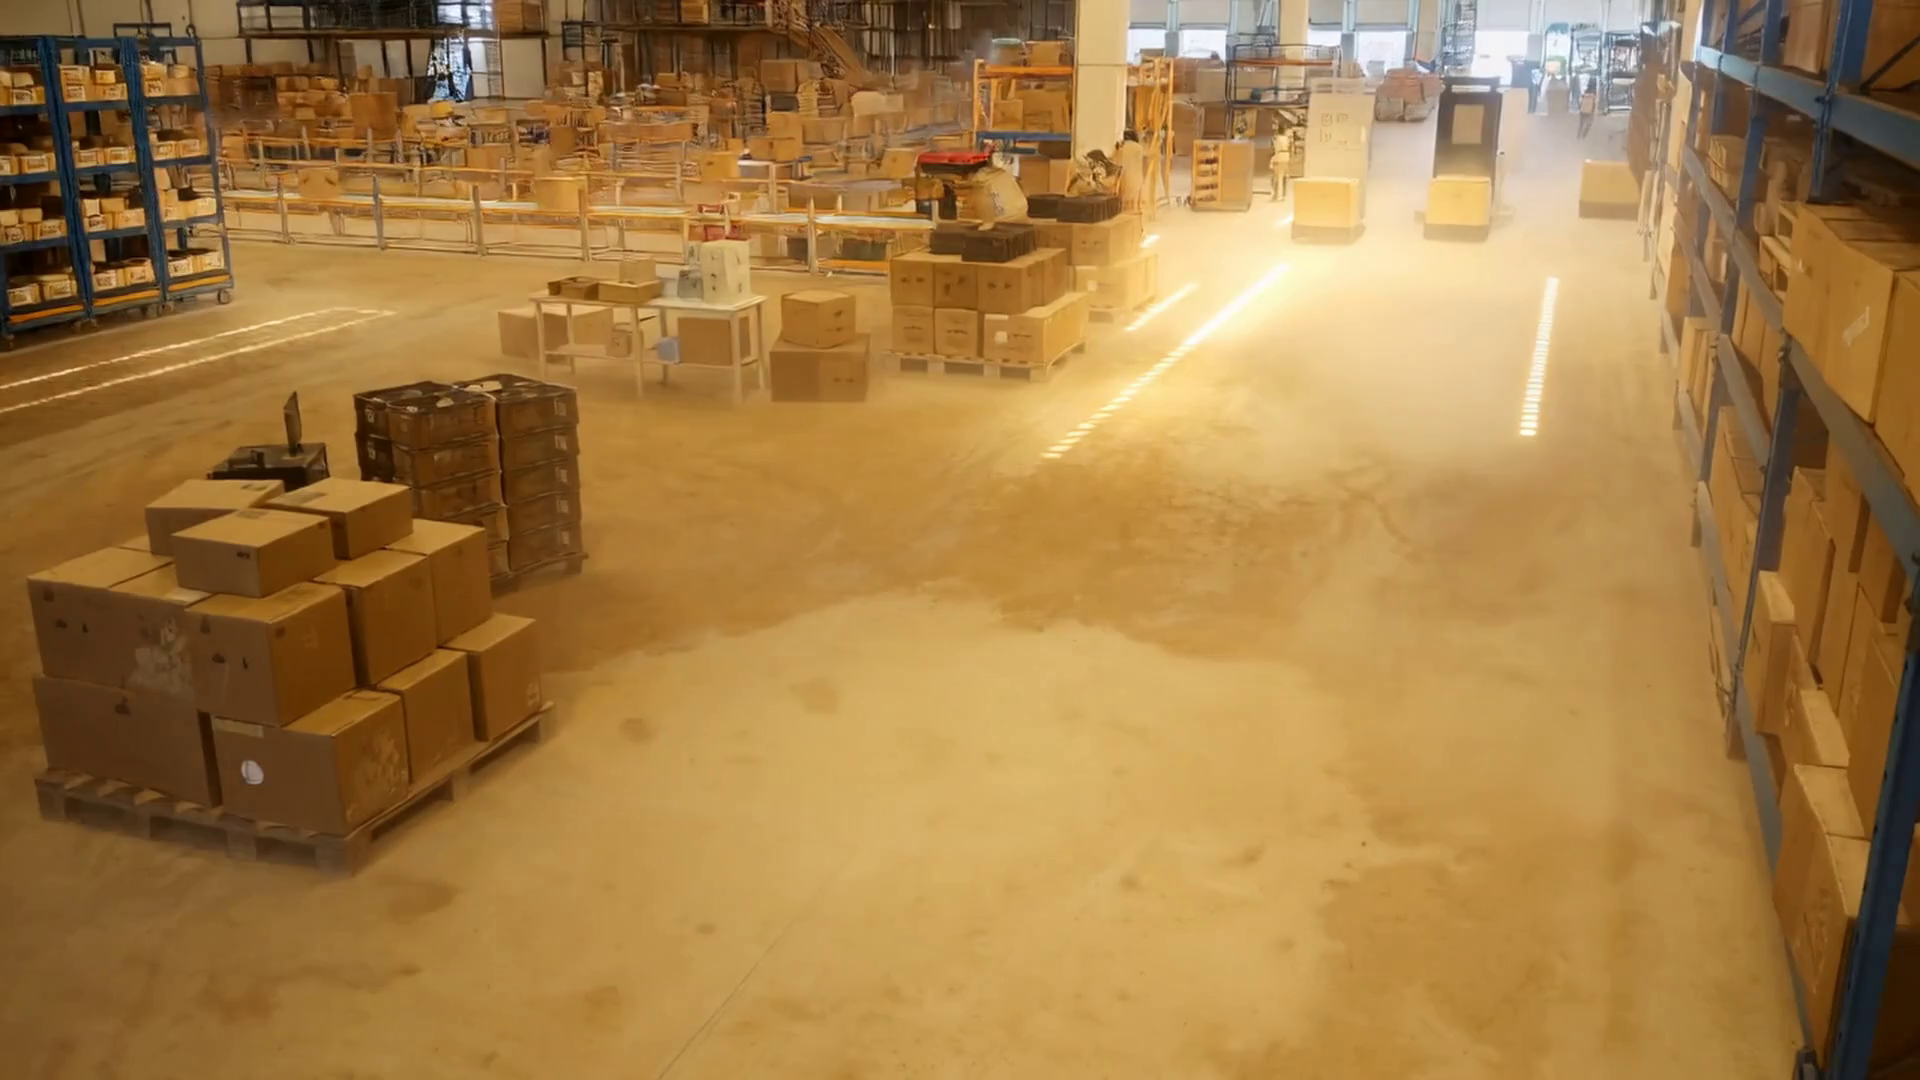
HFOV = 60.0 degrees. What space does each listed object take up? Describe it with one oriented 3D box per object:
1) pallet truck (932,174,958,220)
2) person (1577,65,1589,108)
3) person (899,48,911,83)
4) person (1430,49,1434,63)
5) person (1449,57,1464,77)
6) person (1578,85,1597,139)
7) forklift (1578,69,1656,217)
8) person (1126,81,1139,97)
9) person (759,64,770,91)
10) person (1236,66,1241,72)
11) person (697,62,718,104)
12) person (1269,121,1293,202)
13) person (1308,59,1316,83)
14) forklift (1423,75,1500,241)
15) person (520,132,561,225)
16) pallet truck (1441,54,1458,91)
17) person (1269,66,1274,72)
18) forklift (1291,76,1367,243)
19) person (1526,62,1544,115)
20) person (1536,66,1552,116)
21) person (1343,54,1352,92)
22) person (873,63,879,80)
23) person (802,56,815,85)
[{"bbox_3d":[-0.507,-5.292,27.348,0.653,1.274,1.630,6,19,19],"label":"pallet truck"},{"bbox_3d":[24.791,-17.950,66.197,0.574,1.876,0.356,-15,23,-38],"label":"person"},{"bbox_3d":[-3.016,-26.664,93.515,0.948,1.897,0.620,-6,18,-17],"label":"person"},{"bbox_3d":[25.725,-25.902,91.086,0.375,1.929,0.585,-4,18,-13],"label":"person"},{"bbox_3d":[23.695,-22.070,79.266,0.748,1.781,0.949,-3,18,-10],"label":"person"},{"bbox_3d":[19.861,-13.557,52.704,0.614,1.674,0.395,15,23,40],"label":"person"},{"bbox_3d":[13.219,-7.740,32.475,1.873,2.768,1.129,6,19,18],"label":"forklift"},{"bbox_3d":[6.402,-16.585,61.895,0.682,1.900,0.368,-9,20,-26],"label":"person"},{"bbox_3d":[-8.425,-19.466,71.150,0.694,1.747,0.522,12,21,33],"label":"person"},{"bbox_3d":[11.321,-18.386,67.619,0.610,1.857,0.855,16,24,41],"label":"person"},{"bbox_3d":[-11.003,-20.044,72.912,1.008,1.797,0.522,-2,18,-6],"label":"person"},{"bbox_3d":[6.802,-8.025,35.290,0.532,1.697,0.320,-8,19,-24],"label":"person"},{"bbox_3d":[19.750,-26.635,93.280,0.384,1.993,0.623,6,19,18],"label":"person"},{"bbox_3d":[8.997,-6.841,29.650,1.129,2.768,1.873,6,19,19],"label":"forklift"},{"bbox_3d":[-7.986,-6.799,31.393,0.876,1.731,0.542,1,18,4],"label":"person"},{"bbox_3d":[22.765,-21.886,78.355,0.823,1.965,1.885,-4,18,-14],"label":"pallet truck"},{"bbox_3d":[14.397,-21.024,75.904,0.627,1.843,0.429,2,18,7],"label":"person"},{"bbox_3d":[6.598,-6.755,29.381,1.129,2.768,1.873,6,19,19],"label":"forklift"},{"bbox_3d":[22.606,-17.733,65.237,0.535,2.000,0.700,1,18,3],"label":"person"},{"bbox_3d":[22.732,-17.439,64.589,0.328,1.874,0.517,-3,18,-9],"label":"person"},{"bbox_3d":[18.591,-22.302,79.774,0.504,1.923,0.625,0,18,0],"label":"person"},{"bbox_3d":[-3.425,-18.504,67.943,0.314,1.866,0.536,2,18,7],"label":"person"},{"bbox_3d":[-6.863,-21.048,75.775,0.610,1.965,0.363,3,18,11],"label":"person"}]
